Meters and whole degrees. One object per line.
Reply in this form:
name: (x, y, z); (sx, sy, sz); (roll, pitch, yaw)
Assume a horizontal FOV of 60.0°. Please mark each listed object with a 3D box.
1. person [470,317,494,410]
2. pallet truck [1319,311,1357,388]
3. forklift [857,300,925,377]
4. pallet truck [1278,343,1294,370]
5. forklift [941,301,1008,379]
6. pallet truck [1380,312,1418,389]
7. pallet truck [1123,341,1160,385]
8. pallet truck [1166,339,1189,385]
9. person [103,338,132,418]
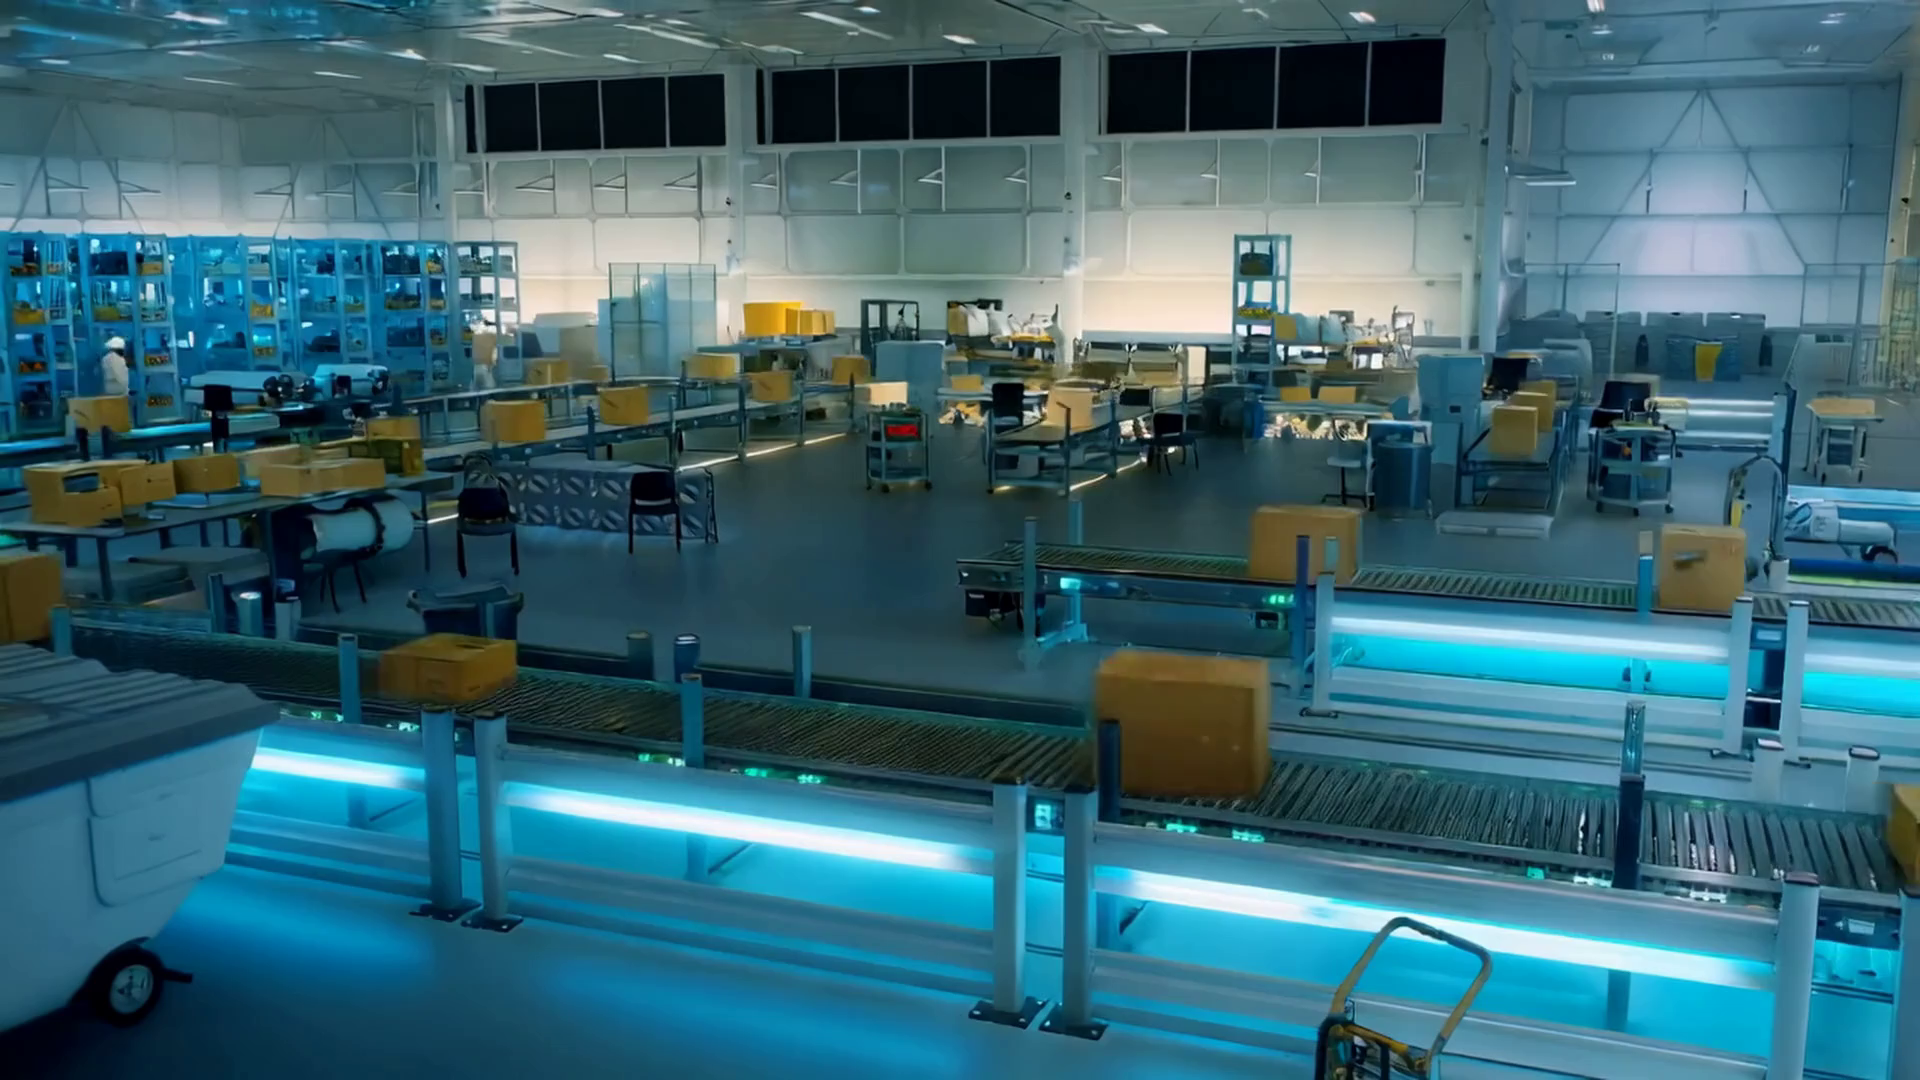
person: (-9.896, -3.594, 34.250); (0.654, 1.971, 0.704); (7, 12, 35)
pallet truck: (9.071, -4.419, 39.190); (0.823, 1.965, 1.885); (5, 10, 26)
forklift: (-1.732, -5.109, 42.468); (1.157, 1.987, 2.680); (4, 10, 22)
pallet truck: (7.886, -4.163, 39.743); (0.653, 1.274, 1.630); (4, 10, 22)
forklift: (0.365, -4.966, 41.571); (1.157, 1.987, 2.680); (3, 10, 20)
pallet truck: (10.207, -4.283, 38.369); (0.823, 1.965, 1.885); (3, 10, 20)
pallet truck: (4.445, -4.380, 41.279); (0.680, 1.201, 1.601); (4, 10, 22)
pallet truck: (5.418, -4.269, 40.420); (0.704, 1.261, 1.522); (3, 10, 20)
person: (-14.562, -2.593, 28.773); (0.465, 1.793, 0.598); (-4, 10, -23)
